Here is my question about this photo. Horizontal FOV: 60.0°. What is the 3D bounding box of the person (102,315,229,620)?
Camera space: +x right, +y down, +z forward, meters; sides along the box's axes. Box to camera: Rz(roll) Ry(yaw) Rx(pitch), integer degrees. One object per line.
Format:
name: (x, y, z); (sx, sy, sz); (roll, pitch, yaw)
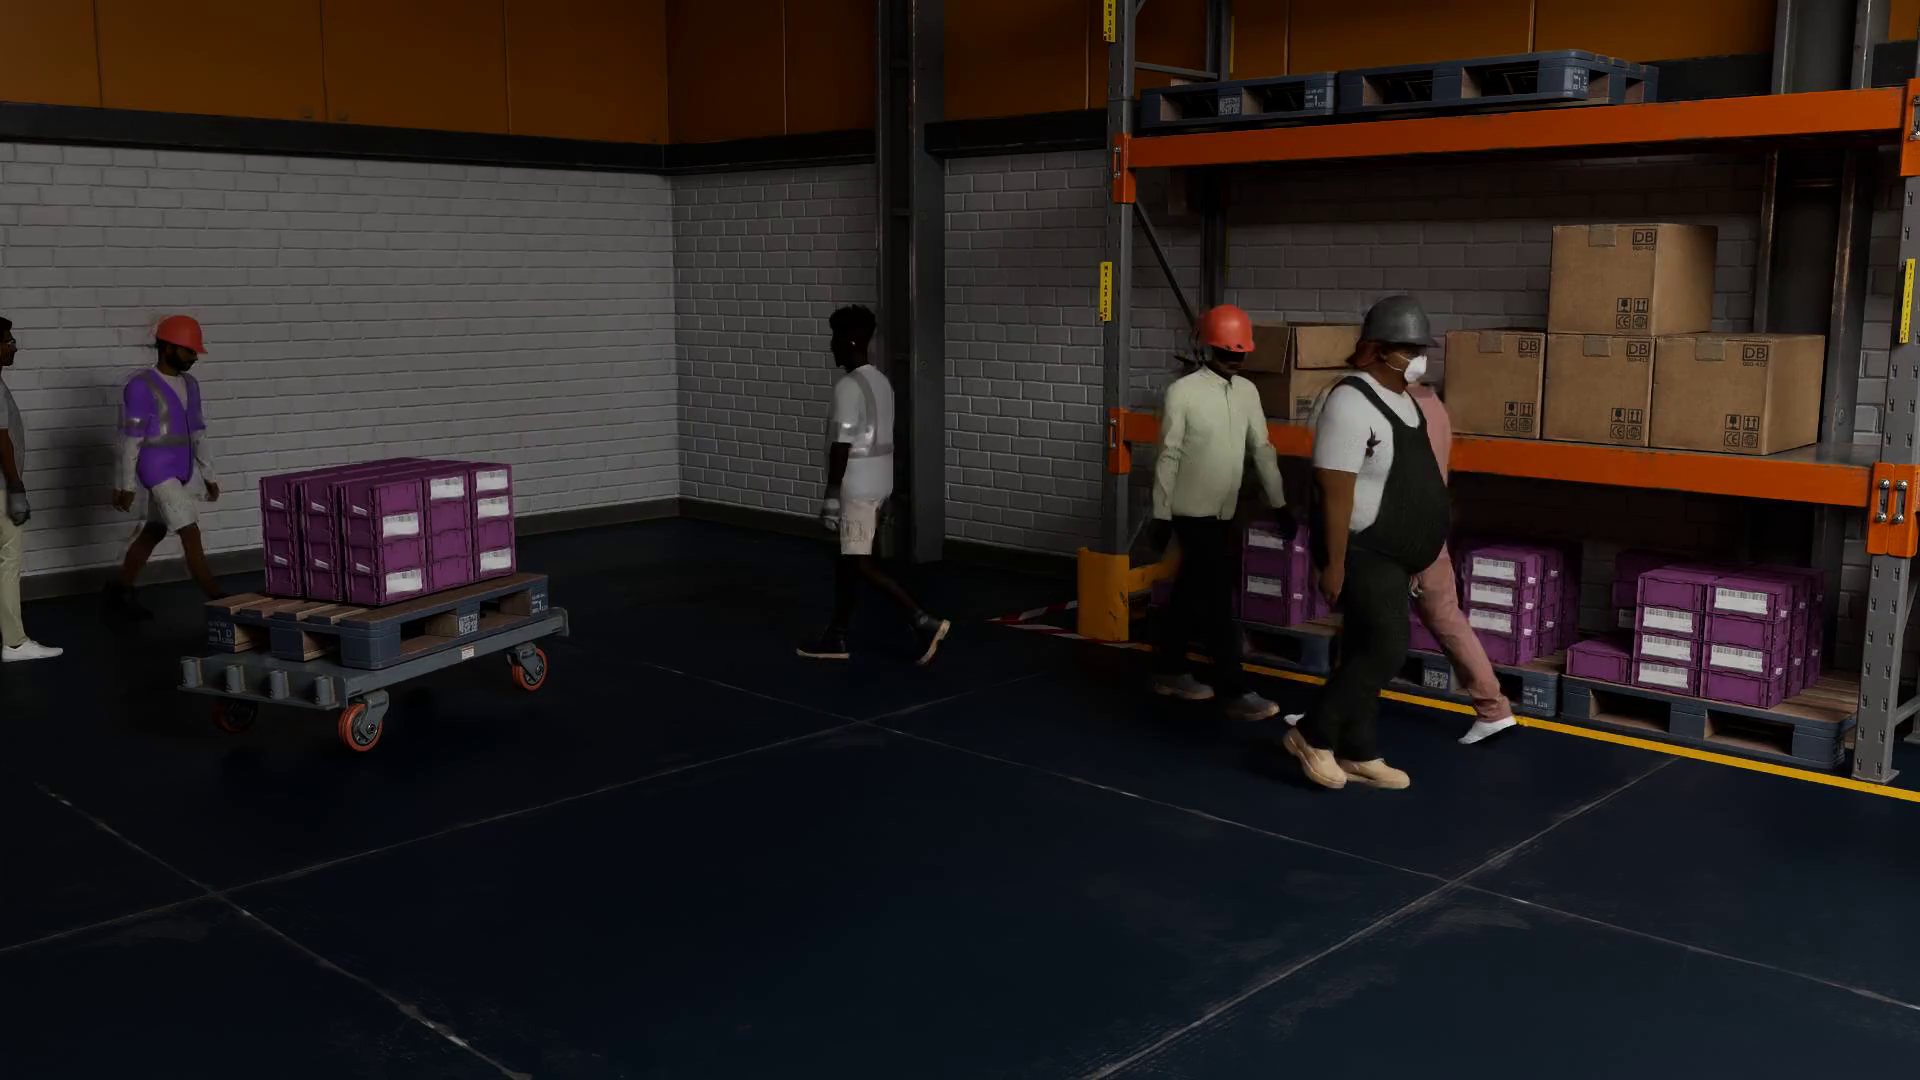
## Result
person: (-4.710, -0.402, 9.876); (1.090, 1.858, 0.565); (1, 9, 7)

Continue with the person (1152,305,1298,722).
person: (1.270, -0.132, 7.901); (0.925, 1.940, 0.647); (9, 13, 44)

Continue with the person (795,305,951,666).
person: (-0.465, -0.278, 8.844); (0.855, 1.942, 0.609); (2, 10, 14)

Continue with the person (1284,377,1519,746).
person: (2.013, 0.009, 7.367); (1.007, 1.855, 0.663); (6, 11, 34)

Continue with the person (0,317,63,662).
person: (-5.198, -0.277, 9.028); (0.519, 1.874, 0.326); (8, 12, 40)

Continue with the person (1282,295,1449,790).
person: (1.687, 0.019, 6.694); (0.539, 2.000, 0.684); (5, 11, 29)
